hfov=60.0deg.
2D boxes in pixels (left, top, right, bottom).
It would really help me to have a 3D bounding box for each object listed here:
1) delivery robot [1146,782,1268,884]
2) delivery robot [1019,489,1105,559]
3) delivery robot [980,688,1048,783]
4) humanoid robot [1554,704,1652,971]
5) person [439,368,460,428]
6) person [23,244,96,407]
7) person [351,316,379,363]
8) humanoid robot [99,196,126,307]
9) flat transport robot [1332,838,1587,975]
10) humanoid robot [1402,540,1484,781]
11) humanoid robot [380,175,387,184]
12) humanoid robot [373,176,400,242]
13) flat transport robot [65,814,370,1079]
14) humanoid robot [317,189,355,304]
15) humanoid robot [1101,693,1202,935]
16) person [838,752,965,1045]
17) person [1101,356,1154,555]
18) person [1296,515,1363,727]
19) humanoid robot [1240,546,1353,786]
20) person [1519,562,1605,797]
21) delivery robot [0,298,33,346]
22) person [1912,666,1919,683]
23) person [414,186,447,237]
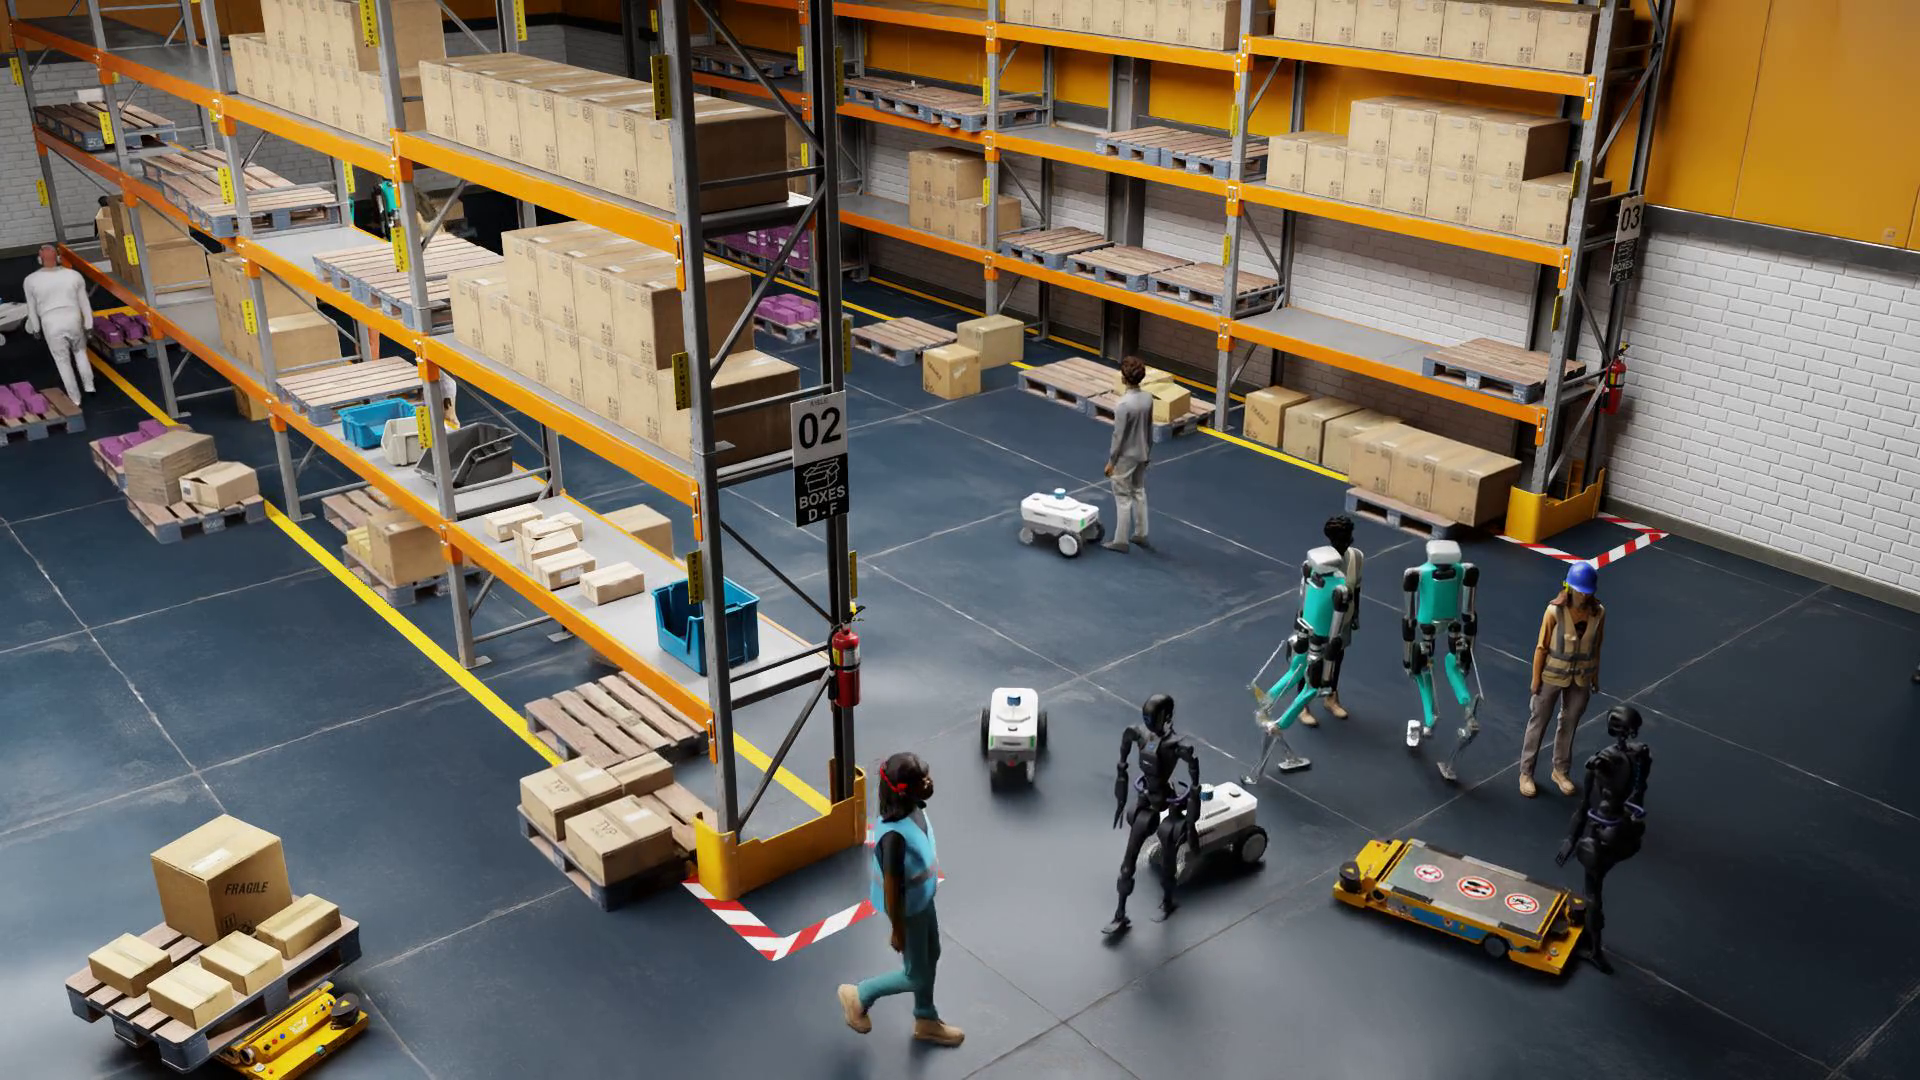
[{"bbox_3d":[1.623,1.883,10.943,0.800,0.611,0.499,-15,27,-30],"label":"delivery robot"},{"bbox_3d":[0.948,-0.193,15.714,0.775,0.583,0.499,14,27,30],"label":"delivery robot"},{"bbox_3d":[0.390,1.375,12.088,0.499,0.587,0.777,1,23,3],"label":"delivery robot"},{"bbox_3d":[3.804,1.731,9.869,0.597,1.642,0.551,-12,26,-26],"label":"humanoid robot"},{"bbox_3d":[-5.463,-1.584,17.436,0.339,1.750,0.564,-13,27,-28],"label":"person"},{"bbox_3d":[-10.514,-2.519,19.444,0.647,1.885,0.686,-17,29,-34],"label":"person"},{"bbox_3d":[-7.171,-2.727,20.082,0.499,1.759,0.339,14,27,29],"label":"person"},{"bbox_3d":[-11.685,-3.941,22.993,0.318,1.639,0.603,-10,25,-21],"label":"humanoid robot"},{"bbox_3d":[3.141,2.250,10.432,1.431,0.231,0.659,15,27,31],"label":"flat transport robot"},{"bbox_3d":[3.401,0.882,11.729,0.569,1.743,0.906,-1,23,-3],"label":"humanoid robot"},{"bbox_3d":[-9.717,-6.146,28.151,0.779,1.896,0.543,9,25,20],"label":"humanoid robot"},{"bbox_3d":[-8.051,-4.426,23.996,0.548,1.744,0.740,-12,26,-26],"label":"humanoid robot"},{"bbox_3d":[-4.131,2.652,9.503,1.431,0.231,0.659,13,27,28],"label":"flat transport robot"},{"bbox_3d":[-8.753,-4.055,23.220,1.053,1.736,0.558,-10,25,-22],"label":"humanoid robot"},{"bbox_3d":[1.179,1.667,10.038,0.610,1.640,0.618,16,28,32],"label":"humanoid robot"},{"bbox_3d":[-0.315,1.983,9.051,0.615,1.848,0.539,7,24,15],"label":"person"},{"bbox_3d":[1.583,-0.778,15.395,0.550,1.897,0.390,-21,31,-40],"label":"person"},{"bbox_3d":[2.769,0.592,12.480,0.535,1.692,0.319,-10,25,-22],"label":"person"},{"bbox_3d":[2.268,0.960,11.695,0.795,1.886,0.550,-7,24,-16],"label":"humanoid robot"},{"bbox_3d":[4.193,0.964,11.505,0.479,1.776,0.320,-2,23,-4],"label":"person"},{"bbox_3d":[-12.664,-2.907,22.039,0.514,0.614,0.786,8,25,19],"label":"delivery robot"},{"bbox_3d":[7.815,0.264,12.954,0.547,1.924,0.387,13,27,28],"label":"person"},{"bbox_3d":[-7.328,-3.953,22.853,0.986,1.801,0.569,6,24,15],"label":"person"}]
